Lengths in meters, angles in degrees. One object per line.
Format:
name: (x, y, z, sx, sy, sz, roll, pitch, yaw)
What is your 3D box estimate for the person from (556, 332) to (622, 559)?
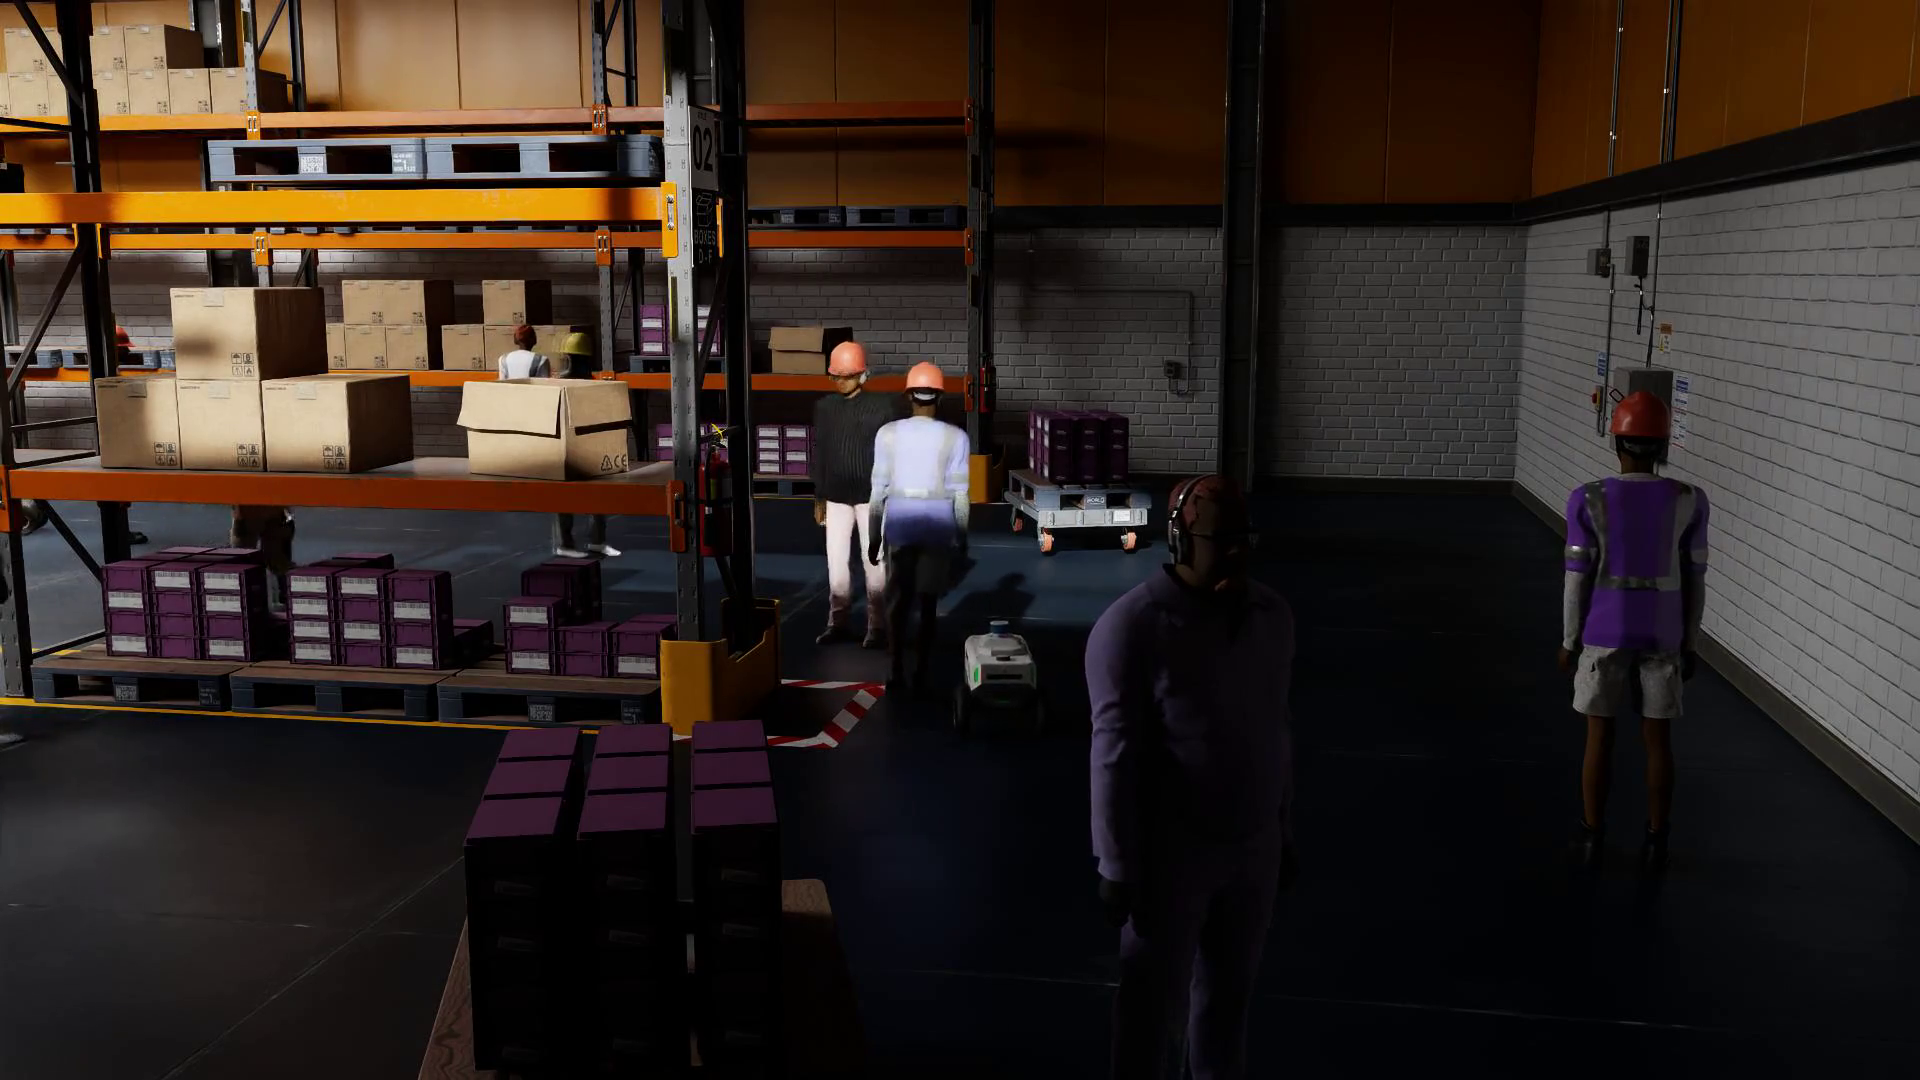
person: (-3.127, -0.772, 13.878, 0.694, 1.900, 0.619, 3, 10, 20)

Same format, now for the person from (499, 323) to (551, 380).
person: (-4.489, -1.317, 17.361, 0.588, 1.883, 0.432, 3, 10, 15)

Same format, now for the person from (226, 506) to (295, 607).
person: (-5.049, -0.452, 11.863, 0.769, 1.930, 0.600, -3, 10, -16)

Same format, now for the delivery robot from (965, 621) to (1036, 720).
delivery robot: (0.210, 0.671, 8.826, 0.477, 0.478, 0.707, 0, 9, -3)

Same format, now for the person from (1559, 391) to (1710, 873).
person: (2.689, 0.373, 6.686, 0.542, 1.939, 0.362, 2, 9, 12)

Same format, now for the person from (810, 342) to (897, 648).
person: (-0.680, -0.272, 10.653, 0.693, 1.972, 0.511, 3, 10, 20)

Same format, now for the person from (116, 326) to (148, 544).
person: (-7.456, -0.928, 14.760, 0.371, 1.935, 0.551, -5, 11, -31)

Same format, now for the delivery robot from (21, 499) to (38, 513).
delivery robot: (-8.857, -0.370, 15.288, 0.707, 0.478, 0.477, -3, 10, -16)

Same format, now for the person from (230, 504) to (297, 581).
person: (-4.621, -0.171, 11.062, 0.635, 1.621, 0.522, 2, 9, 12)

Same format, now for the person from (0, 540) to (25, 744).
person: (-5.170, 0.237, 8.509, 0.698, 1.617, 0.520, 2, 9, 10)

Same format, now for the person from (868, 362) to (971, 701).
person: (-0.212, -0.045, 9.406, 0.555, 1.906, 0.468, 2, 9, 12)

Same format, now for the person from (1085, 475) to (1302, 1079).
person: (0.631, 0.779, 4.267, 0.654, 1.906, 0.408, -6, 11, -32)
